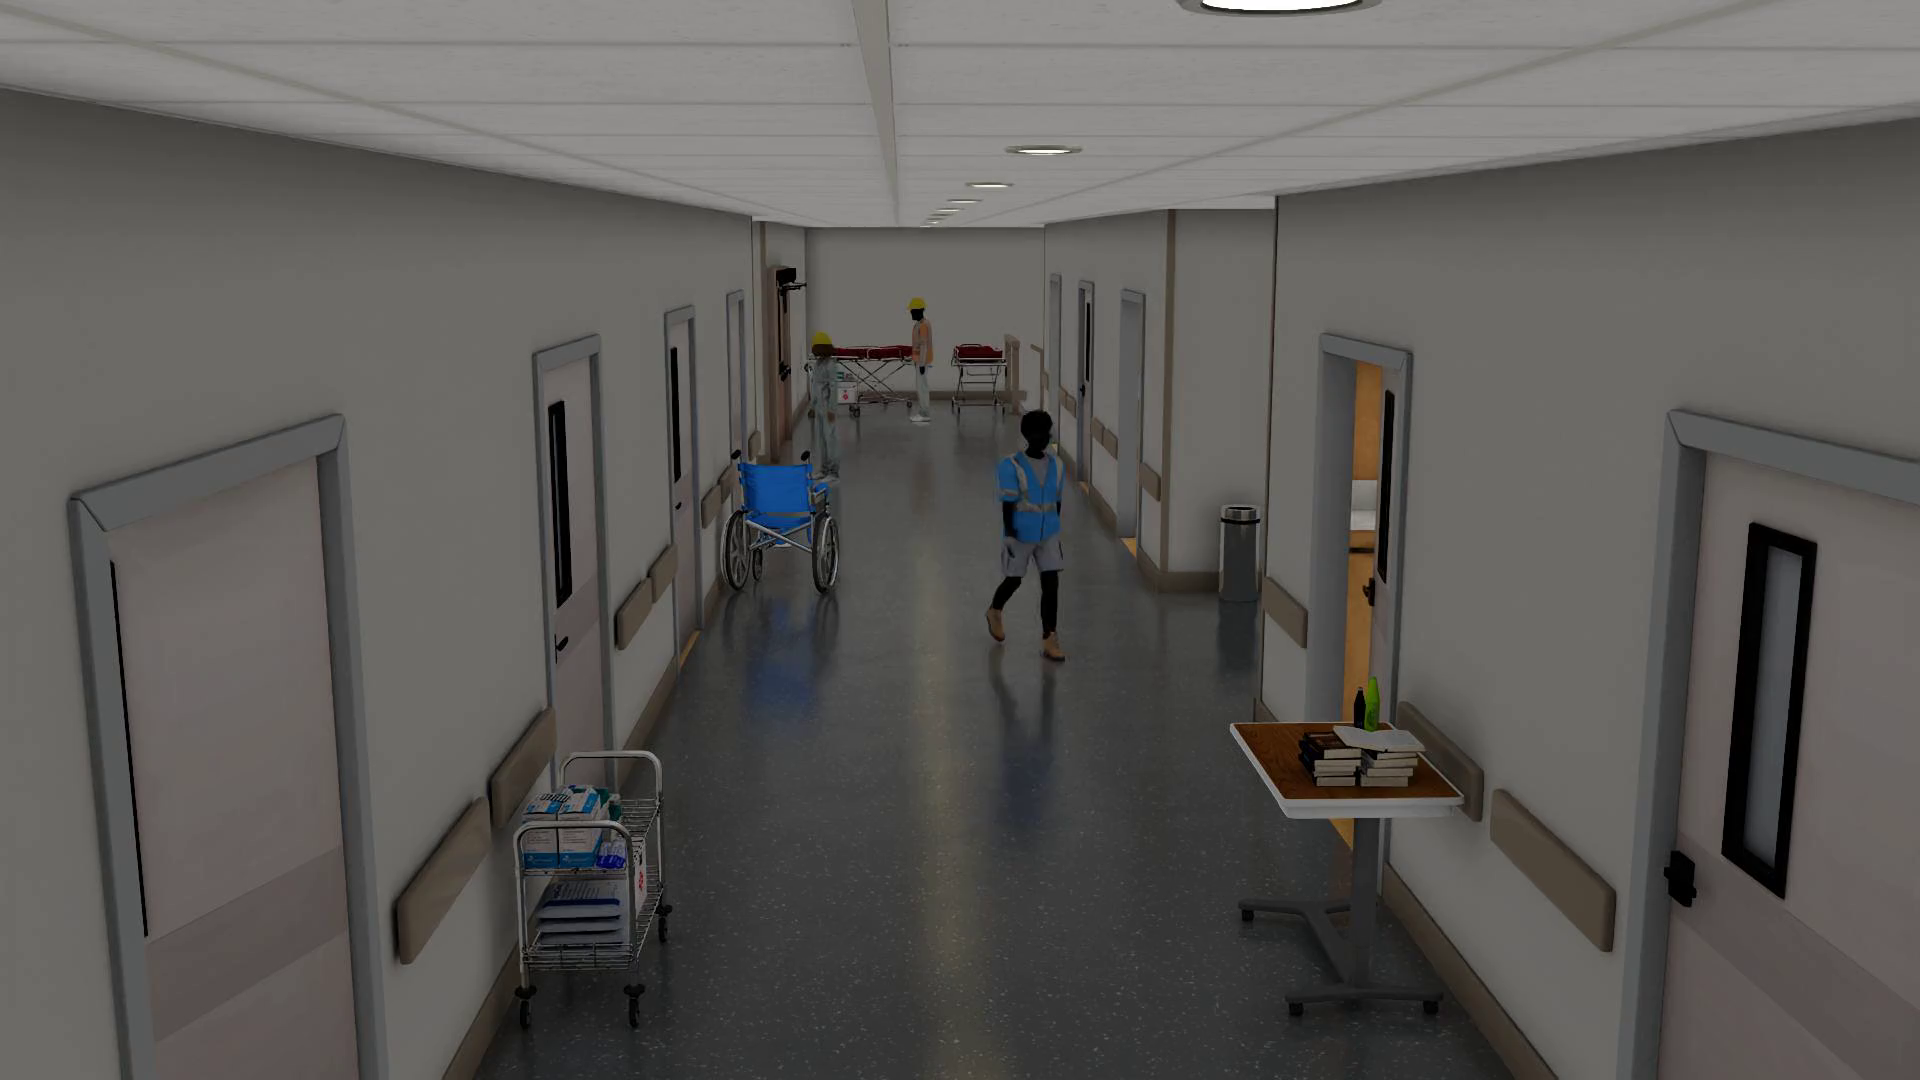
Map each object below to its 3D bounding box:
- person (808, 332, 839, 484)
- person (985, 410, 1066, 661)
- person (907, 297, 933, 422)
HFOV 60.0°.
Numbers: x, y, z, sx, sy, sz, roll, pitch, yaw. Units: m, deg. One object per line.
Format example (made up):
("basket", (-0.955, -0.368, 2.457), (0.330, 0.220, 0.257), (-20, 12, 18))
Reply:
("person", (-1.576, -1.520, 19.202), (0.319, 1.734, 0.532), (-5, 11, -27))
("person", (0.450, -0.060, 11.219), (0.530, 1.672, 0.777), (-5, 11, -26))
("person", (-0.614, -2.784, 25.718), (0.402, 1.918, 0.594), (-1, 10, -5))
